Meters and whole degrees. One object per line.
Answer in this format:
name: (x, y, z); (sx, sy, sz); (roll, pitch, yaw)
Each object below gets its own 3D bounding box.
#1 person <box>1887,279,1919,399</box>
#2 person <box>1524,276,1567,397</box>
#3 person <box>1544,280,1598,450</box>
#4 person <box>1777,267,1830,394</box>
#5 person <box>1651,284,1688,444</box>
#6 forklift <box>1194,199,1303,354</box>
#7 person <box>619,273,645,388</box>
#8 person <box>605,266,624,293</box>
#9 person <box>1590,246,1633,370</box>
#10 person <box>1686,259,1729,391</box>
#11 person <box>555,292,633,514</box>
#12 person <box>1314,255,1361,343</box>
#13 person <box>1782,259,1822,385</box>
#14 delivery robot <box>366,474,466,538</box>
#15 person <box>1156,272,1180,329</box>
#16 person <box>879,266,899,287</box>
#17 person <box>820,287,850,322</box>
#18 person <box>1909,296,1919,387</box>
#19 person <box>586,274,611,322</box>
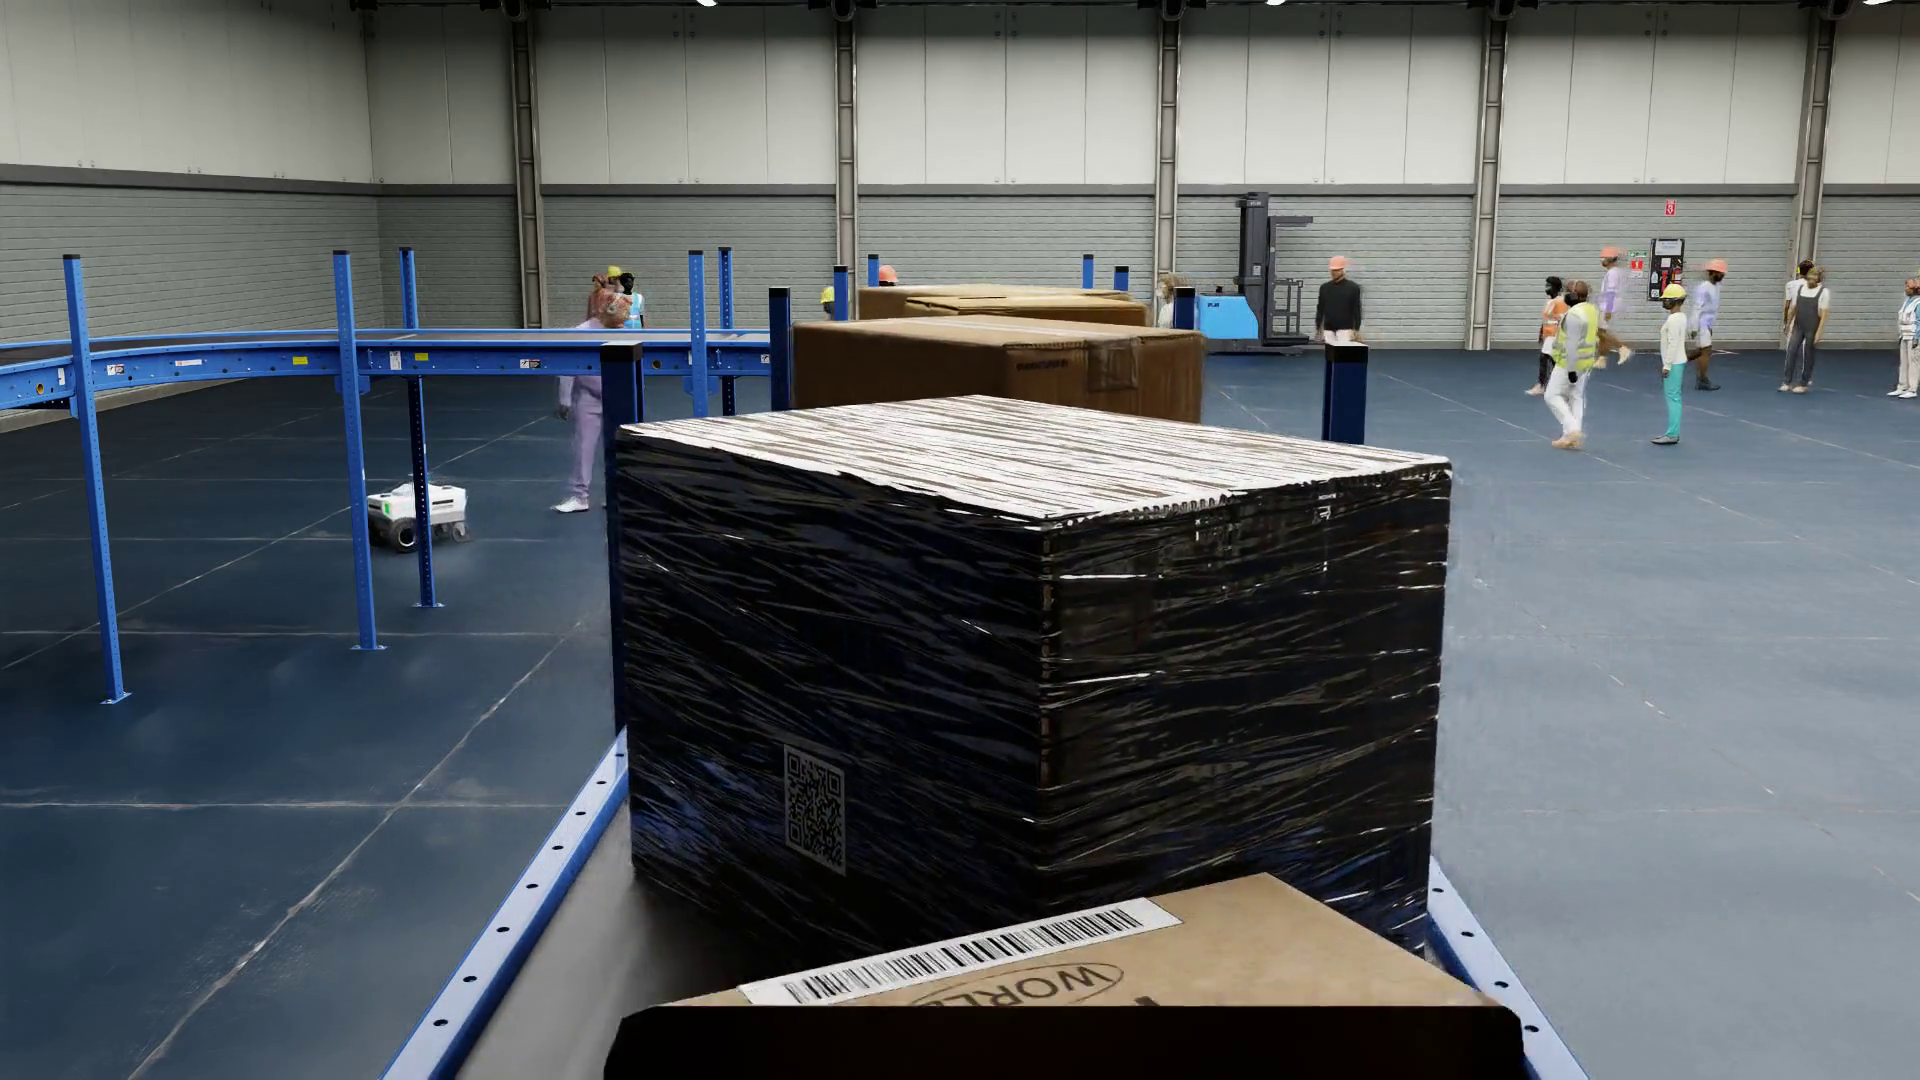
person: (13.206, -2.794, 23.116); (0.315, 1.641, 0.514); (1, 11, 6)
person: (8.153, -2.825, 23.170); (0.727, 1.665, 0.555); (0, 11, 2)
person: (6.614, -1.890, 17.990); (0.448, 1.828, 0.628); (10, 15, 42)
person: (11.910, -2.954, 23.534); (0.824, 1.794, 0.593); (-10, 15, -43)
person: (7.876, -1.949, 18.451); (0.331, 1.768, 0.527); (7, 13, 31)
forklift: (5.313, -4.851, 30.603); (1.873, 2.768, 1.129); (0, 11, 1)
person: (-4.823, -3.035, 24.212); (0.532, 1.696, 0.319); (-9, 14, -37)
person: (-5.256, -3.428, 26.107); (0.549, 1.747, 0.538); (-5, 12, -22)
person: (10.737, -3.816, 27.381); (0.590, 2.023, 0.626); (3, 11, 16)
person: (10.801, -3.164, 24.357); (0.756, 1.905, 0.566); (10, 15, 40)
person: (-3.082, -1.156, 14.126); (0.800, 1.874, 0.409); (-7, 13, -31)
person: (5.177, -2.919, 22.889); (0.652, 1.975, 0.437); (10, 15, 41)
person: (12.600, -3.257, 24.903); (0.513, 1.872, 0.328); (6, 12, 27)
delivery robot: (-4.173, -0.267, 12.795); (0.477, 0.478, 0.707); (10, 15, 42)
person: (2.135, -1.829, 17.425); (0.650, 1.920, 0.656); (-1, 11, -5)
person: (-0.867, -2.238, 19.496); (0.373, 1.935, 0.552); (7, 13, 31)
person: (-1.344, -1.875, 18.110); (0.417, 1.754, 0.529); (-9, 14, -39)
person: (14.264, -3.163, 24.567); (0.507, 1.812, 0.595); (-5, 12, -23)
person: (-5.671, -3.454, 26.615); (0.504, 1.596, 0.861); (9, 14, 40)
